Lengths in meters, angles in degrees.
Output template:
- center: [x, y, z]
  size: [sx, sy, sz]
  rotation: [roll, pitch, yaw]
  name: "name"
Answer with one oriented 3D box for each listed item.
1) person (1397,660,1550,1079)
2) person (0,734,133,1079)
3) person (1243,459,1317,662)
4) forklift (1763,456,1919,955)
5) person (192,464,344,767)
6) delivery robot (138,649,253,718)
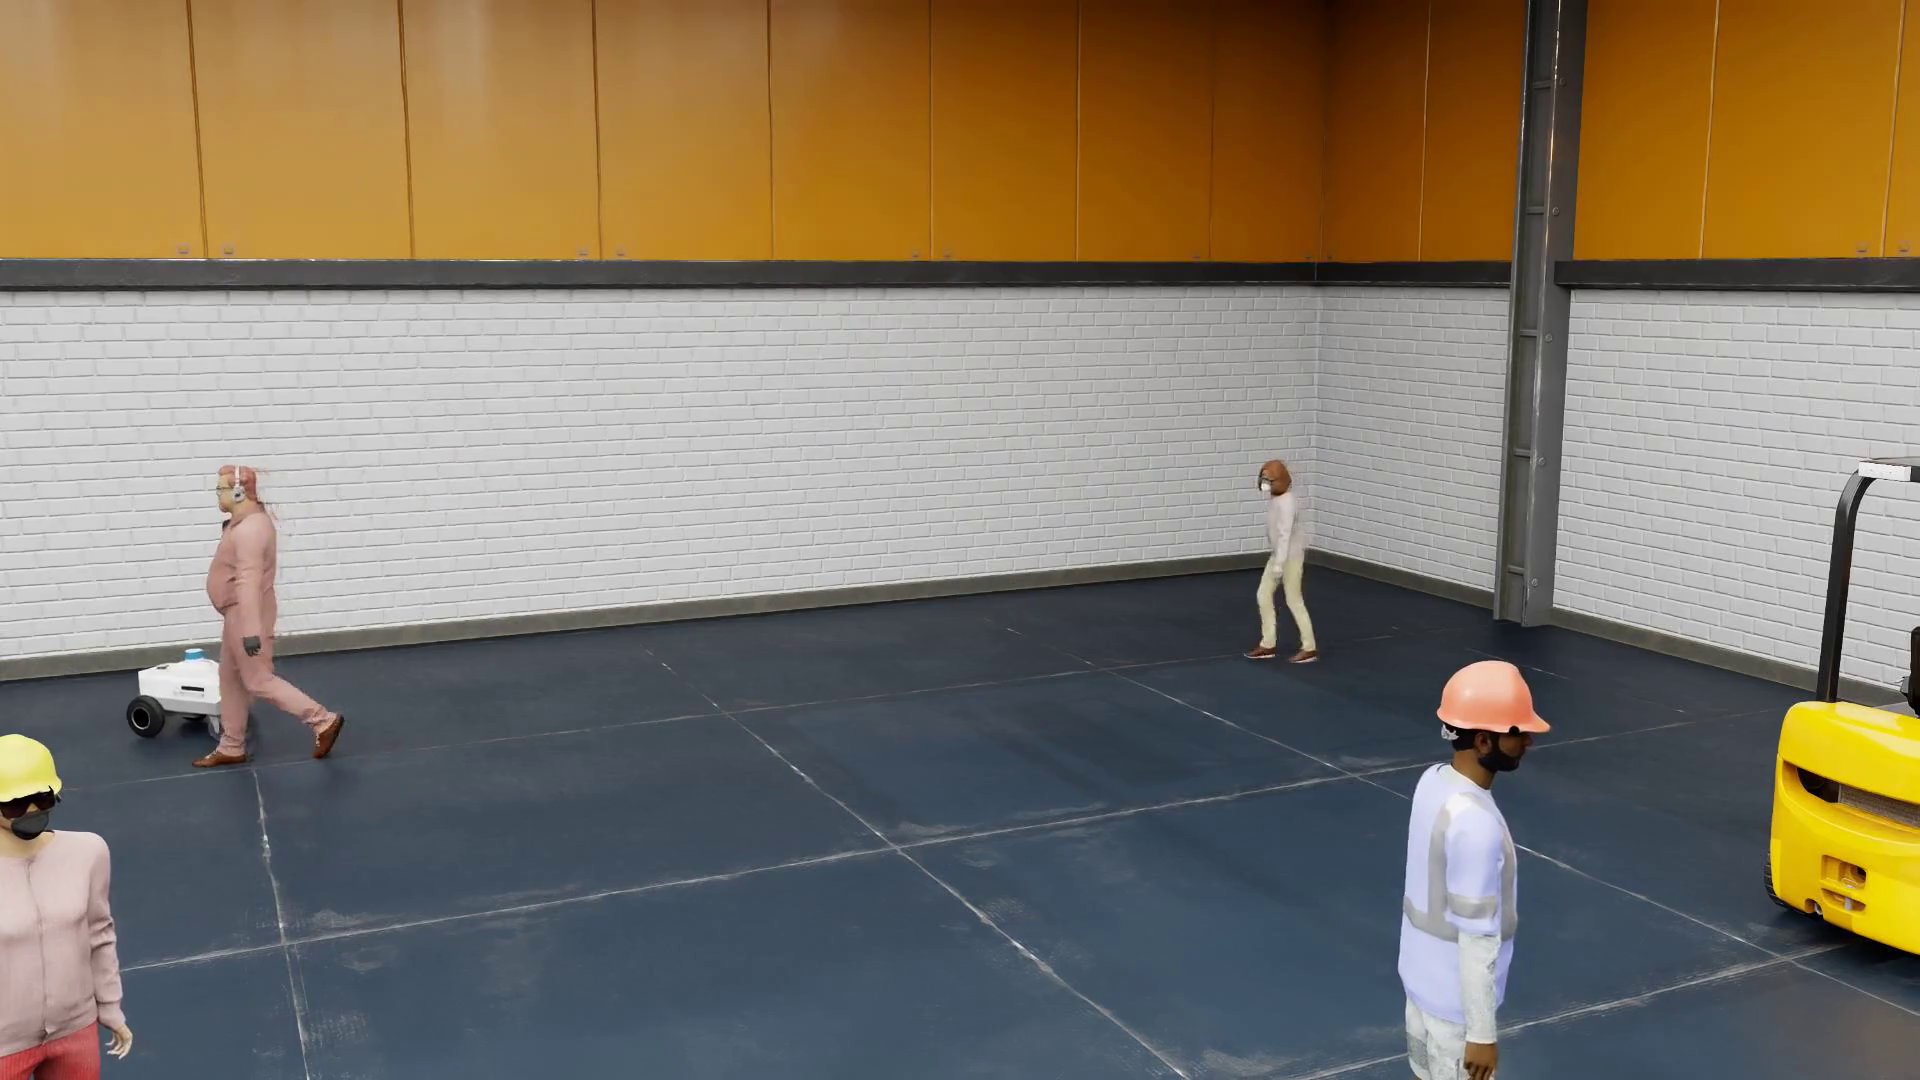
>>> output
- center: [1.475, 1.297, 4.844]
  size: [0.379, 1.937, 0.548]
  rotation: [0, 9, 2]
  name: "person"
- center: [-2.609, 1.405, 4.697]
  size: [0.322, 1.769, 0.523]
  rotation: [6, 11, 34]
  name: "person"
- center: [2.487, 0.171, 12.846]
  size: [0.663, 1.600, 0.516]
  rotation: [-1, 9, -8]
  name: "person"
- center: [4.857, 0.731, 7.561]
  size: [2.313, 2.155, 1.214]
  rotation: [-4, 10, -25]
  name: "forklift"
- center: [-4.283, 0.466, 10.182]
  size: [0.822, 1.883, 0.650]
  rotation: [-4, 10, -21]
  name: "person"
- center: [-5.019, 0.958, 10.931]
  size: [0.707, 0.478, 0.477]
  rotation: [3, 10, 17]
  name: "delivery robot"
